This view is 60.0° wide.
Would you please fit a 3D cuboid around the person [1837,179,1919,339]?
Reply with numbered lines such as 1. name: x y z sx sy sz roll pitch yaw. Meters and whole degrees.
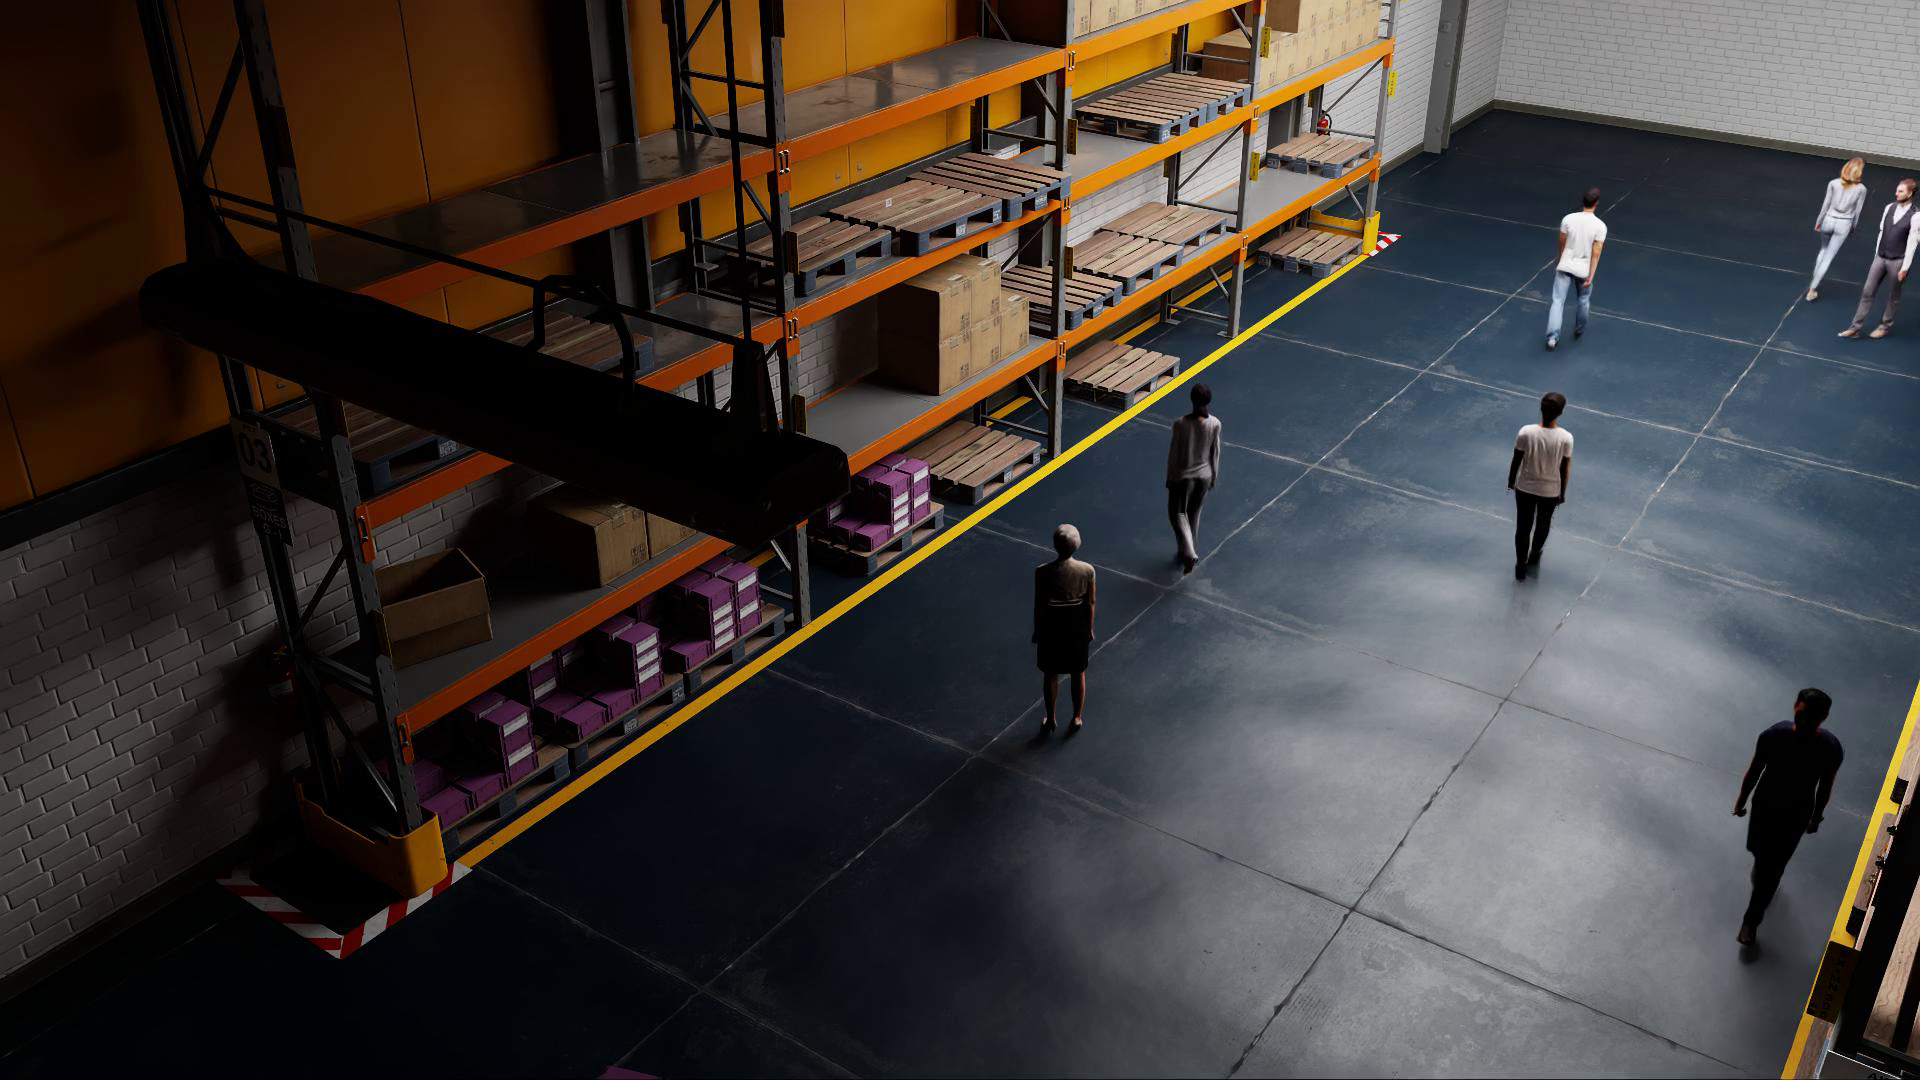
1. person: 10.947 -3.271 19.396 1.146 1.913 0.985 -14 32 -24

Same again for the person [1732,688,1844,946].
1. person: 5.214 1.659 10.518 0.641 1.761 1.094 19 34 31

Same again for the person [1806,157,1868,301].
1. person: 10.793 -3.803 20.530 0.666 1.761 0.882 23 36 35

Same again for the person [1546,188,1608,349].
1. person: 7.055 -3.088 19.166 0.721 1.812 1.131 16 32 26

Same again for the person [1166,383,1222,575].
1. person: 2.027 -0.501 14.485 0.915 1.753 1.003 -2 29 -4

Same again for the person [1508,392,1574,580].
1. person: 5.007 -0.441 14.421 0.764 1.709 0.872 10 30 18

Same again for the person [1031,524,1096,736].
1. person: 0.769 0.680 12.318 0.704 1.755 0.724 -1 29 -1
